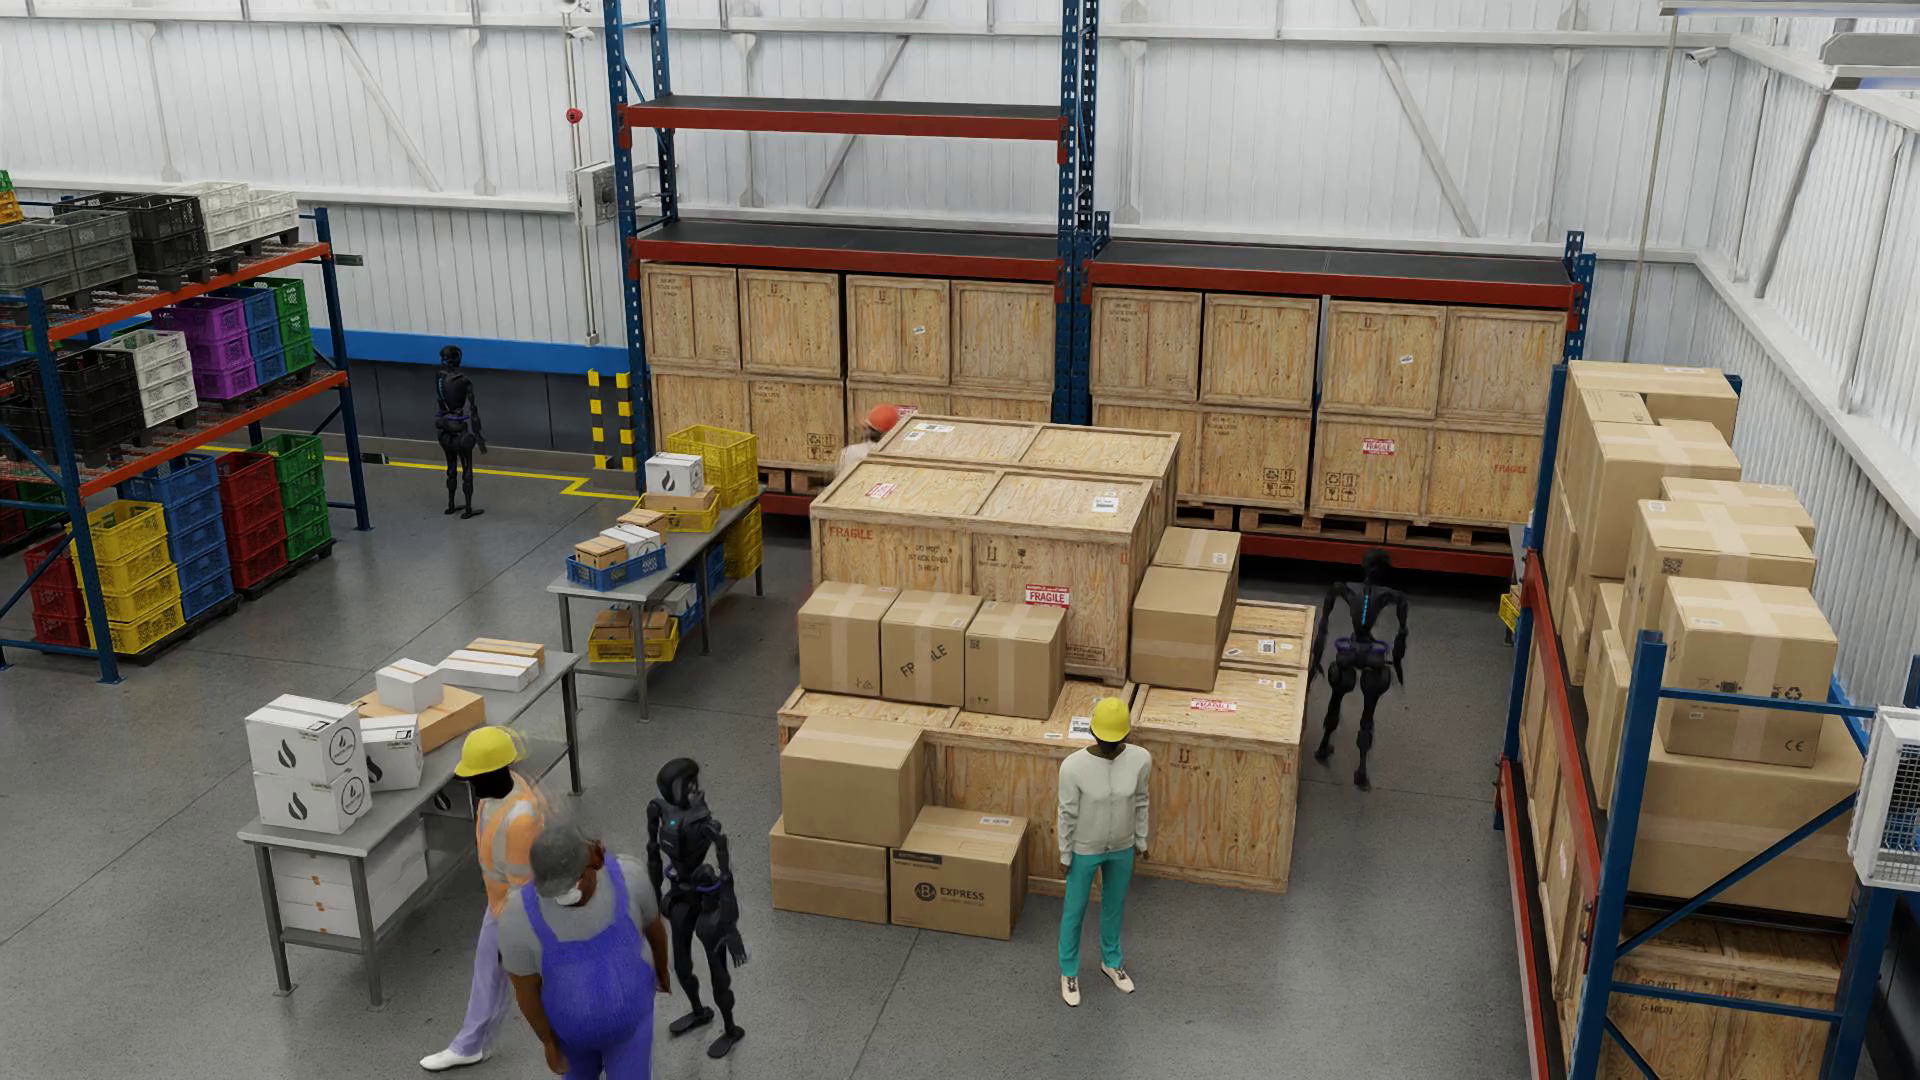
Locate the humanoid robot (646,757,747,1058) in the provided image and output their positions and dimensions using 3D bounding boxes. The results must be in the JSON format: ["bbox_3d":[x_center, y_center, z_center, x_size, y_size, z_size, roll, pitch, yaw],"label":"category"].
[{"bbox_3d":[-1.303,1.827,8.289,0.666,1.648,0.368,14,25,32],"label":"humanoid robot"}]

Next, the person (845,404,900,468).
[{"bbox_3d":[-0.753,-0.086,12.921,0.625,1.955,0.828,19,28,40],"label":"person"}]

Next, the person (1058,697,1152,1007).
[{"bbox_3d":[0.758,1.615,8.726,0.524,1.765,0.326,-7,22,-17],"label":"person"}]

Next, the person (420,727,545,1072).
[{"bbox_3d":[-2.240,1.772,8.156,0.890,1.875,0.598,-13,24,-30],"label":"person"}]

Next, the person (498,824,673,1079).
[{"bbox_3d":[-1.621,2.007,7.316,0.712,2.000,0.857,-6,22,-15],"label":"person"}]

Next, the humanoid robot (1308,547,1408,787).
[{"bbox_3d":[2.628,0.804,11.011,0.626,1.619,0.569,5,22,13],"label":"humanoid robot"}]

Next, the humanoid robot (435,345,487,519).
[{"bbox_3d":[-4.764,-1.038,15.792,0.566,1.653,0.344,15,26,35],"label":"humanoid robot"}]
